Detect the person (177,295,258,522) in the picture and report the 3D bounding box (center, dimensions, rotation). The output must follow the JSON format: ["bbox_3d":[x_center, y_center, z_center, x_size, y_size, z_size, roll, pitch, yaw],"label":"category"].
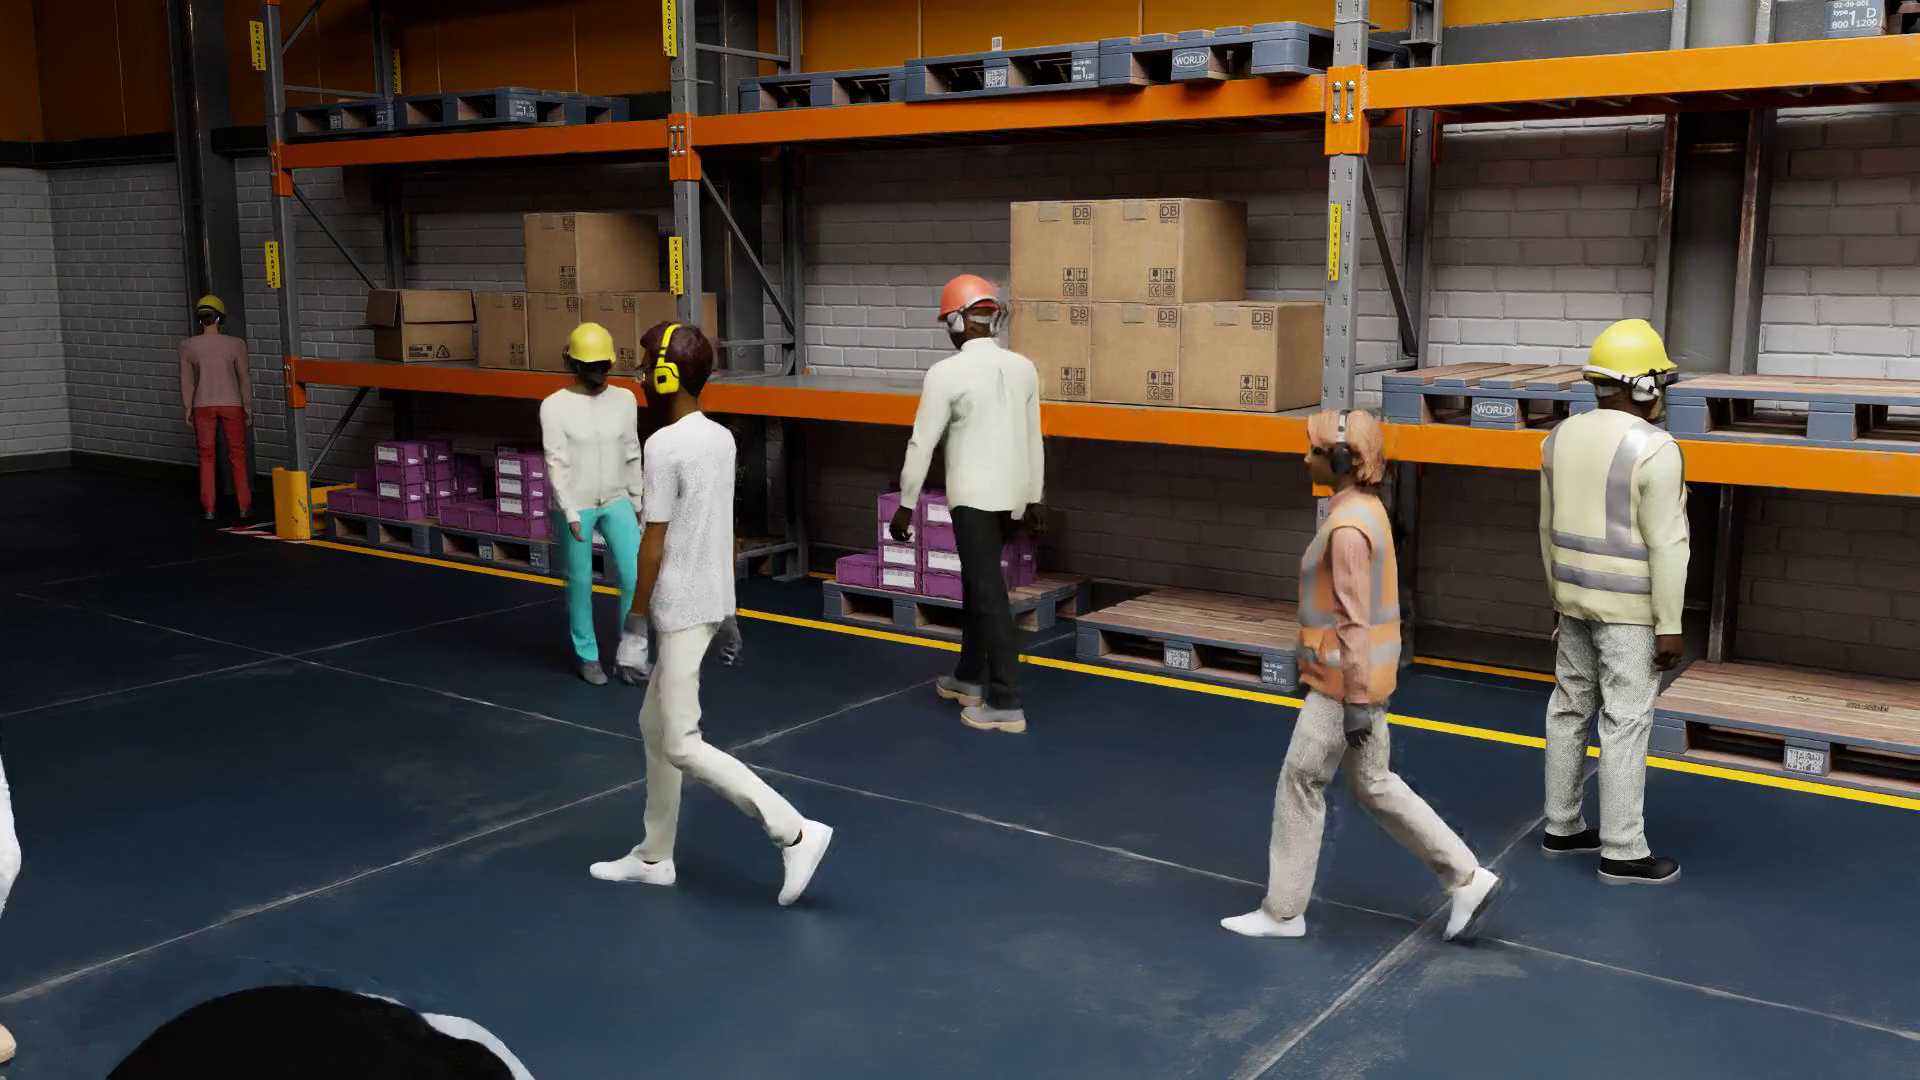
[{"bbox_3d":[-5.768,-1.015,12.930,0.524,1.760,0.327,-3,10,-16],"label":"person"}]

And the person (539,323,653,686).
[{"bbox_3d":[-1.687,-0.143,7.788,0.539,1.736,0.626,-7,12,-36],"label":"person"}]

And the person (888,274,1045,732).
[{"bbox_3d":[0.027,-0.170,7.284,0.824,1.947,0.645,9,13,41],"label":"person"}]

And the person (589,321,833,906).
[{"bbox_3d":[-0.813,0.244,5.193,0.800,1.844,0.522,2,10,10],"label":"person"}]

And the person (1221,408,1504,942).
[{"bbox_3d":[1.202,0.415,4.856,0.754,1.611,0.524,3,10,18],"label":"person"}]

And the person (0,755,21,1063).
[{"bbox_3d":[-2.560,0.460,3.965,0.458,1.828,0.625,6,11,32],"label":"person"}]

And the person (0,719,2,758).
[{"bbox_3d":[-3.762,0.072,5.988,0.392,1.914,0.589,5,11,29],"label":"person"}]

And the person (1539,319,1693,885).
[{"bbox_3d":[2.152,0.201,5.448,0.404,1.837,0.590,-4,10,-21],"label":"person"}]

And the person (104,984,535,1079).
[{"bbox_3d":[-0.405,0.941,0.881,1.000,1.885,0.658,9,13,41],"label":"person"}]
